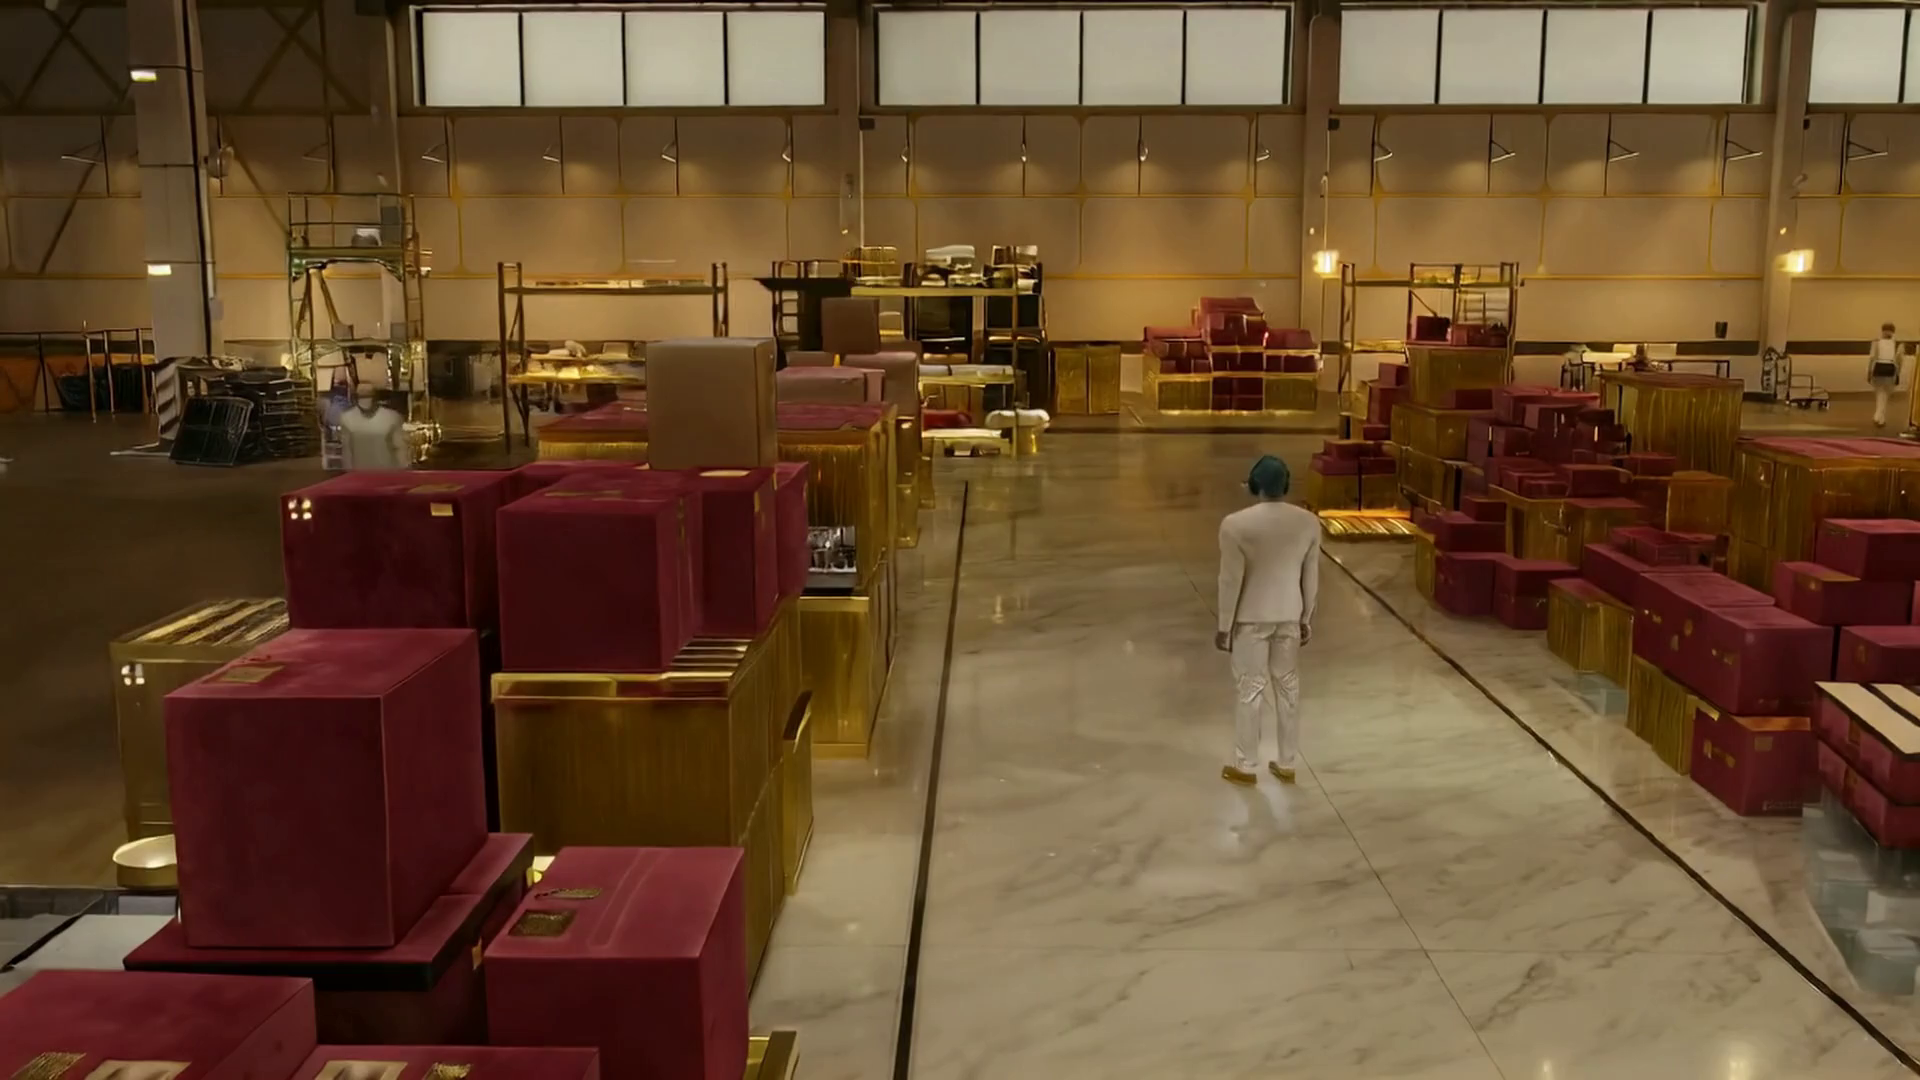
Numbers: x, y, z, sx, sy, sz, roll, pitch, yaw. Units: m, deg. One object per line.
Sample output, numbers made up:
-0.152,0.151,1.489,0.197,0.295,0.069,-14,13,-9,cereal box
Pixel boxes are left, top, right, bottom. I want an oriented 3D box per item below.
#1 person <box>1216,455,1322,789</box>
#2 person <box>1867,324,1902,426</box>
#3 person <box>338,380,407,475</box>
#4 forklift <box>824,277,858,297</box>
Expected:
1.765,0.473,9.621,0.631,1.940,0.372,-3,10,-17,person
17.310,-3.108,31.225,0.538,1.875,0.982,3,10,15,person
-5.692,-0.597,16.152,0.644,1.890,0.958,-2,10,-10,person
-1.725,-2.400,24.011,1.873,2.768,1.129,0,9,1,forklift
